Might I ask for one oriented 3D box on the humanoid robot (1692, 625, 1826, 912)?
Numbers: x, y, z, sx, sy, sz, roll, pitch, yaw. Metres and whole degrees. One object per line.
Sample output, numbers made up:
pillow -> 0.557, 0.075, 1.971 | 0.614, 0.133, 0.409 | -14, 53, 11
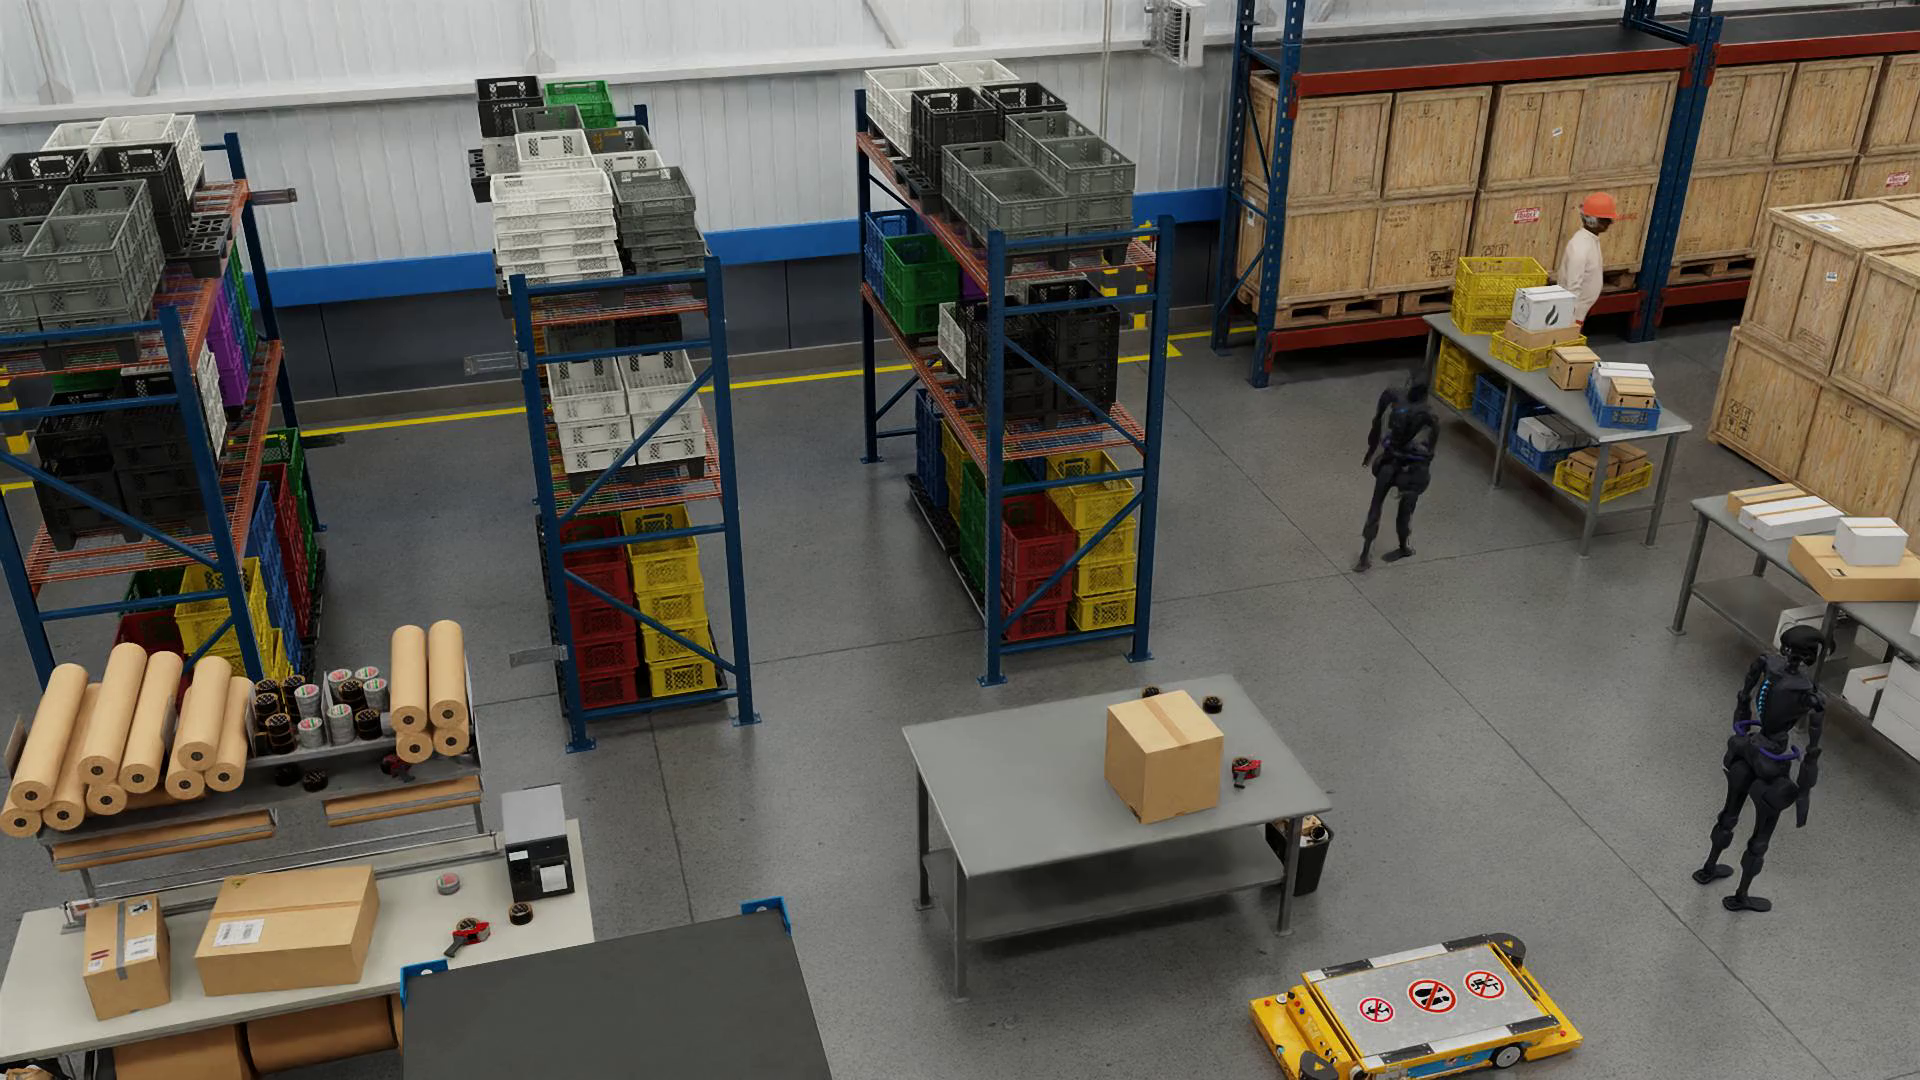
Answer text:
humanoid robot -> 4.163, 1.154, 8.584 | 0.311, 1.657, 0.609 | -8, 30, -14

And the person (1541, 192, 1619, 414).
person -> 5.143, -1.932, 13.887 | 0.377, 1.994, 0.611 | 14, 32, 24

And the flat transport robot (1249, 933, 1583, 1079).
flat transport robot -> 2.184, 2.282, 7.980 | 1.431, 0.197, 0.652 | -8, 30, -14

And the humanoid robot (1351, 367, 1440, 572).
humanoid robot -> 3.049, -0.505, 11.663 | 0.645, 1.619, 0.712 | 25, 38, 38
